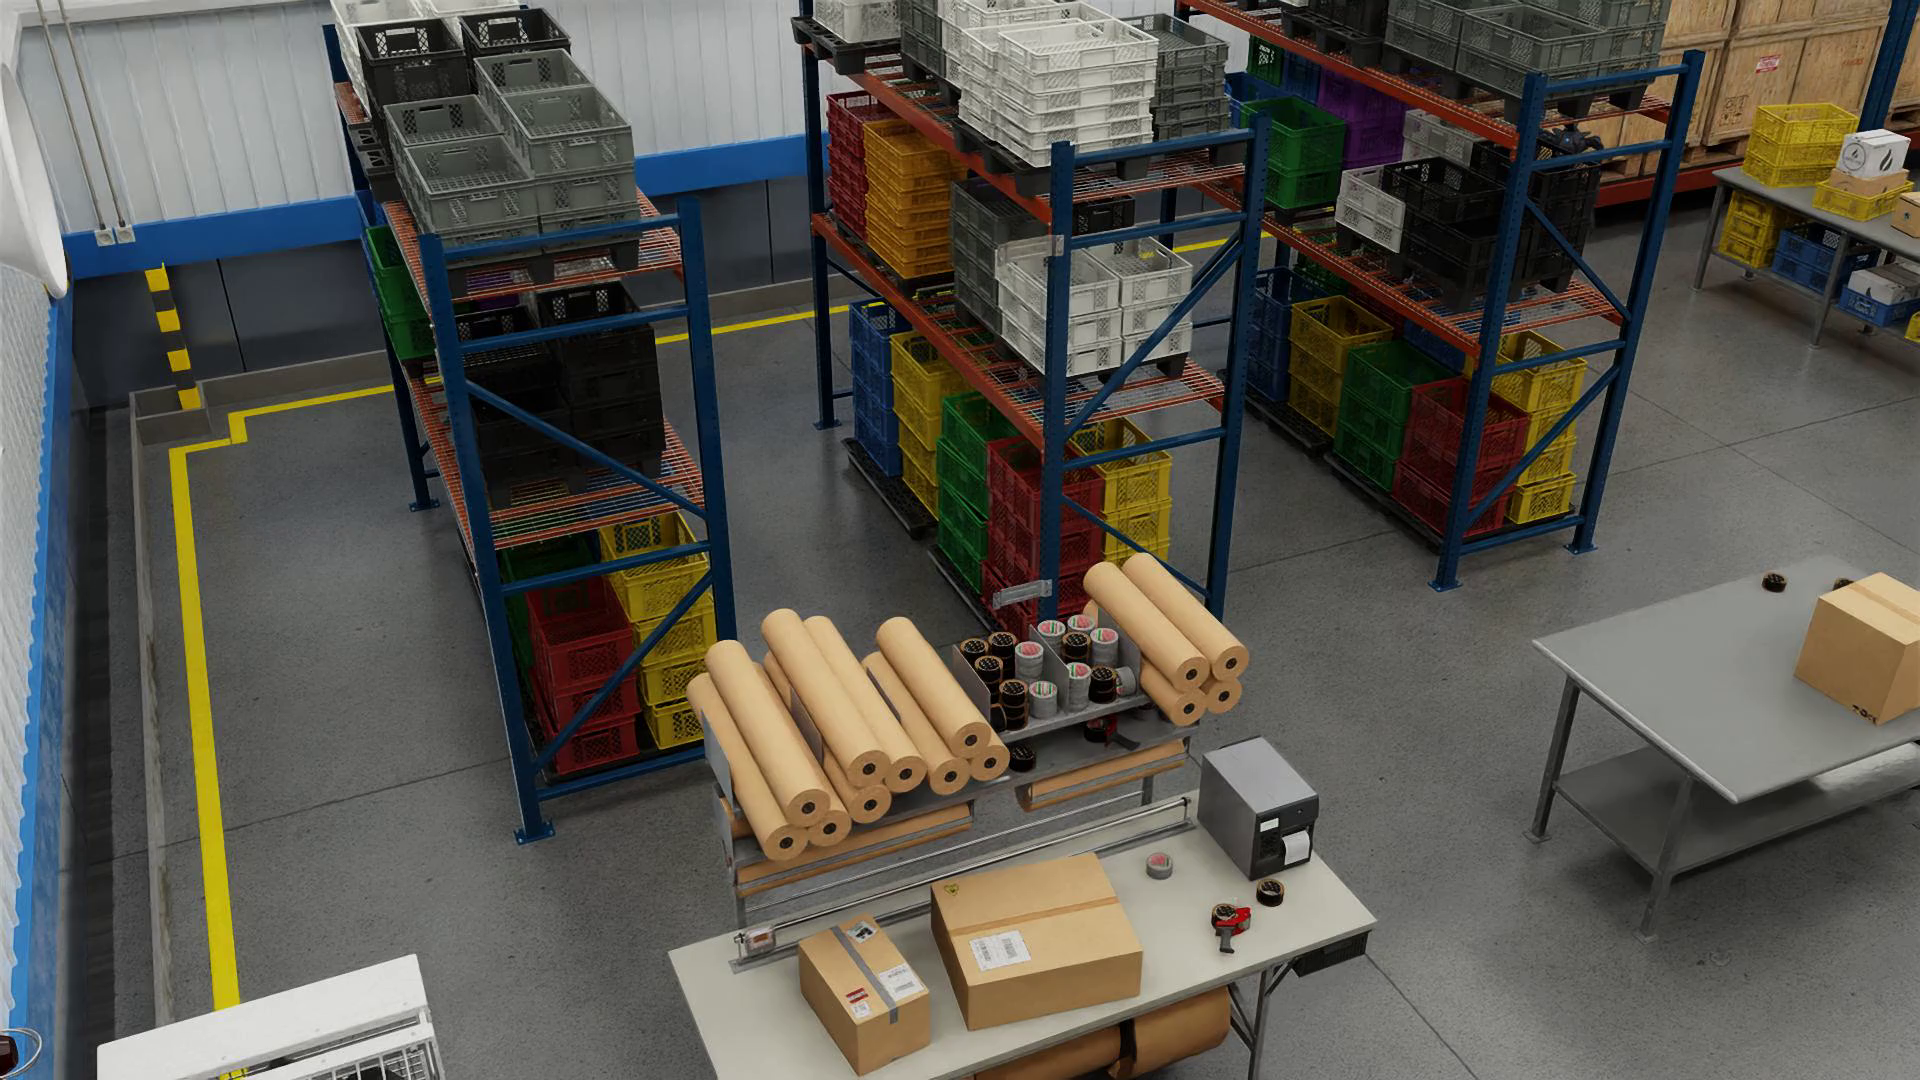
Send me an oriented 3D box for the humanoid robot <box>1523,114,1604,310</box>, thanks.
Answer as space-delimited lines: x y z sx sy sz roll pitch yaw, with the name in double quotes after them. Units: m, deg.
4.636 -2.605 12.858 0.592 1.648 0.329 16 35 24 "humanoid robot"
